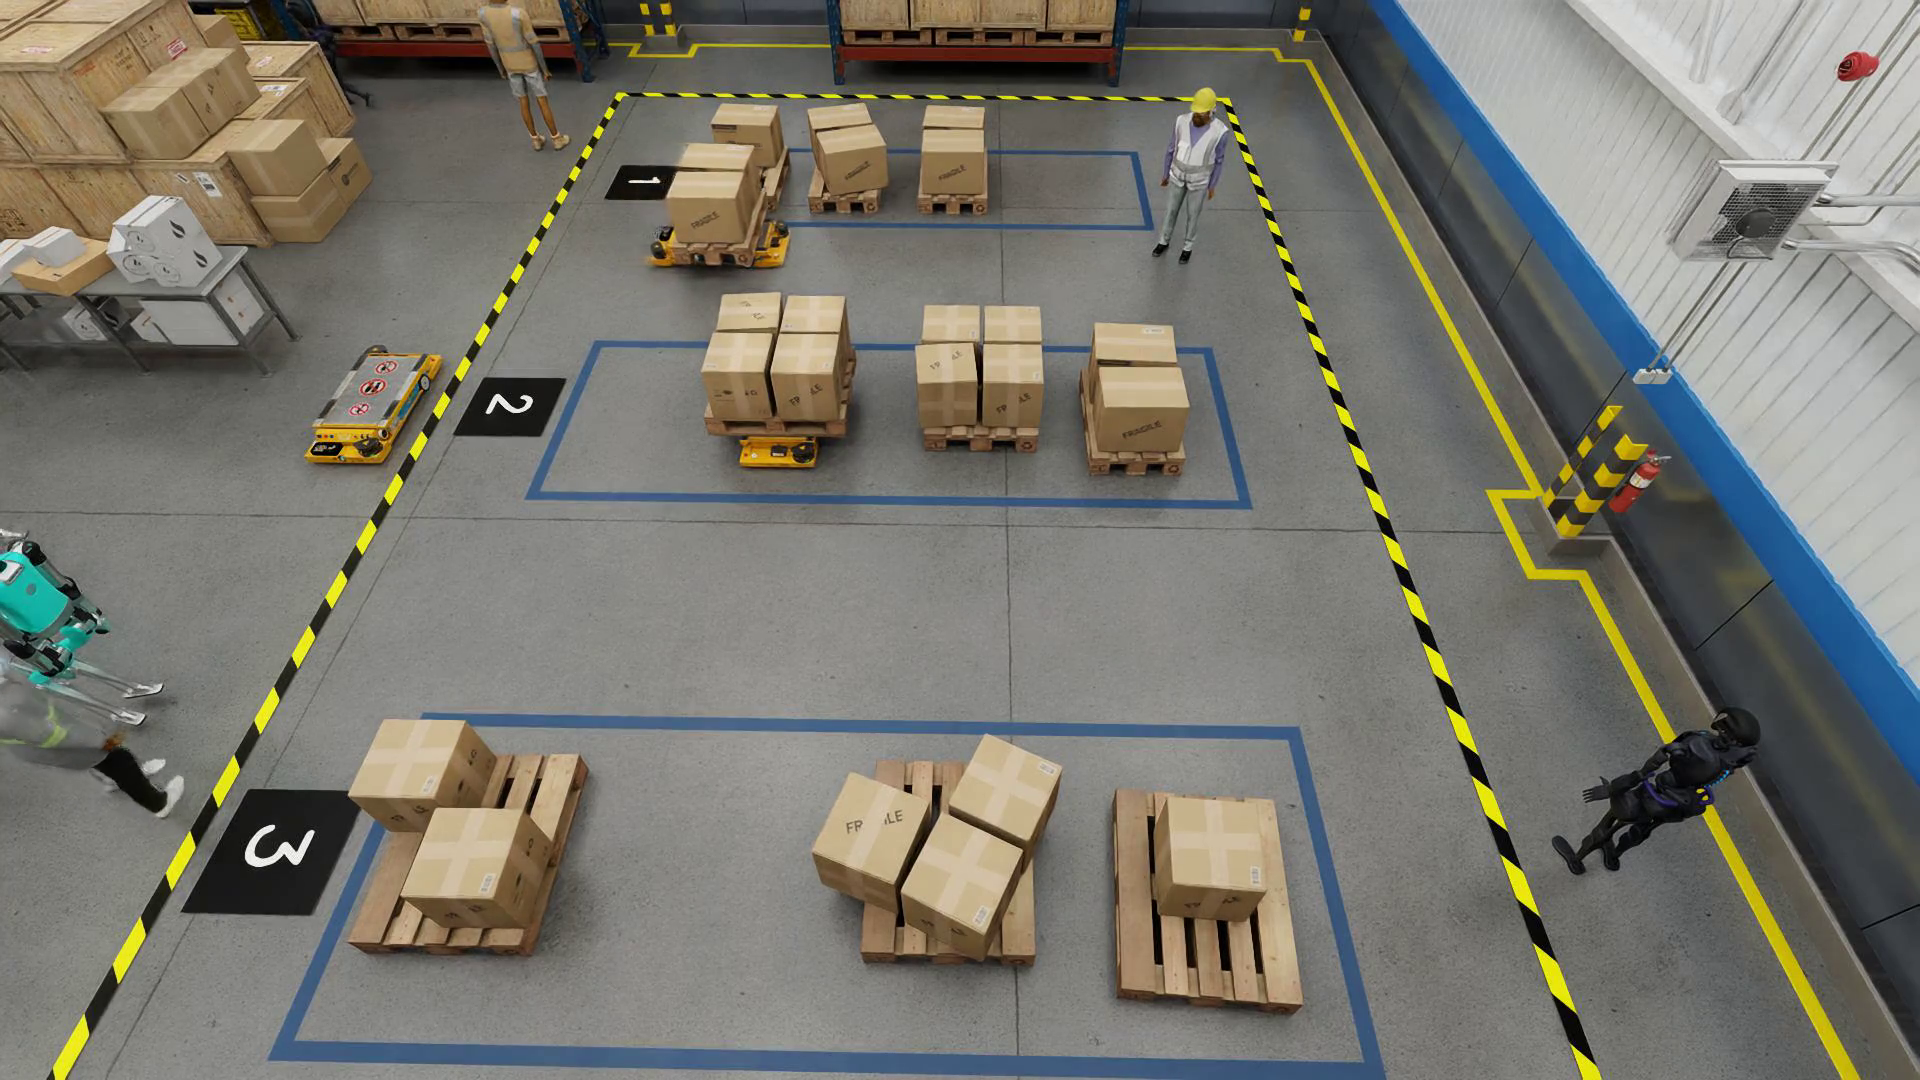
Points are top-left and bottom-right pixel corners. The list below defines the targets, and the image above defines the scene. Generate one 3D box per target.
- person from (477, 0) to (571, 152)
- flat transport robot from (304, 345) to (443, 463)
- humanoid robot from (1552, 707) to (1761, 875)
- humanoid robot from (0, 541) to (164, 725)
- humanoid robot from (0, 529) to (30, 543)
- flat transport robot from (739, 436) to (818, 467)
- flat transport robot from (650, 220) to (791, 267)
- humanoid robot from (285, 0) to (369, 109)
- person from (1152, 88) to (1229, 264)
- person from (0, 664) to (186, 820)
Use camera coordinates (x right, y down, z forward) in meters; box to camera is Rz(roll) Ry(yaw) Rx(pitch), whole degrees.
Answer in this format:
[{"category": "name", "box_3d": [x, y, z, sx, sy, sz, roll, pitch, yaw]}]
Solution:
[{"category": "person", "box_3d": [-5.291, -5.751, 11.081, 0.613, 2.028, 0.399, 1, 50, 0]}, {"category": "flat transport robot", "box_3d": [-5.383, -1.269, 8.441, 0.659, 0.231, 1.431, 1, 50, 1]}, {"category": "humanoid robot", "box_3d": [3.955, 1.445, 5.212, 0.599, 1.657, 0.315, -1, 50, -1]}, {"category": "humanoid robot", "box_3d": [-5.855, 0.605, 5.805, 0.735, 1.677, 0.533, 0, 50, 0]}, {"category": "humanoid robot", "box_3d": [-8.072, -0.441, 6.795, 1.051, 1.750, 0.572, -8, 50, -6]}, {"category": "flat transport robot", "box_3d": [-1.582, -1.235, 8.394, 0.652, 0.197, 1.431, 1, 50, 1]}, {"category": "flat transport robot", "box_3d": [-2.639, -3.298, 10.139, 1.431, 0.197, 0.652, 1, 50, 1]}, {"category": "humanoid robot", "box_3d": [-8.264, -6.472, 11.929, 0.617, 1.634, 0.609, 1, 50, 1]}, {"category": "person", "box_3d": [2.384, -3.761, 9.524, 0.602, 1.830, 0.404, 23, 54, 19]}, {"category": "person", "box_3d": [-5.329, 1.137, 5.399, 0.624, 1.807, 0.380, 32, 57, 24]}]
